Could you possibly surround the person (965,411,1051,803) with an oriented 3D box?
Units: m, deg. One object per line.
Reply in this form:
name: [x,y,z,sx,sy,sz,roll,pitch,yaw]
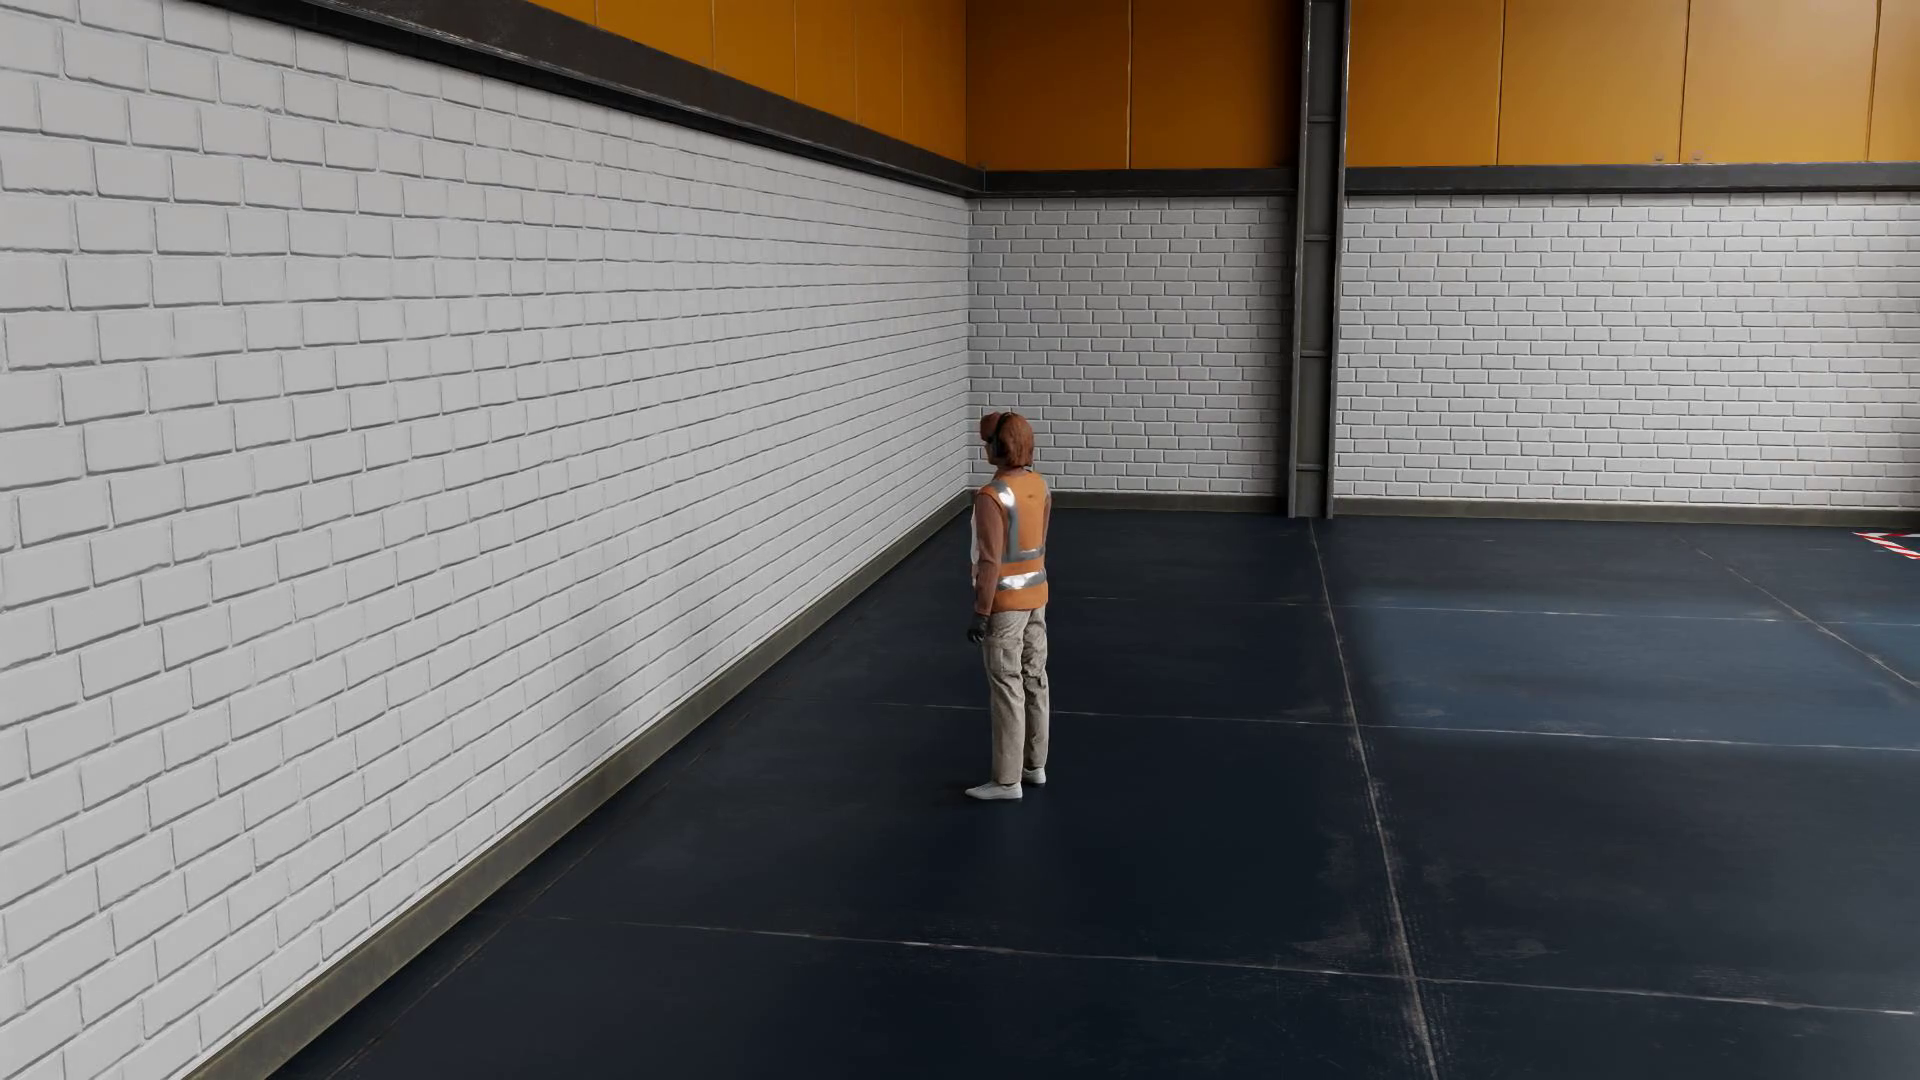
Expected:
person: [0.209,0.280,6.983,0.310,1.642,0.514,6,11,31]
